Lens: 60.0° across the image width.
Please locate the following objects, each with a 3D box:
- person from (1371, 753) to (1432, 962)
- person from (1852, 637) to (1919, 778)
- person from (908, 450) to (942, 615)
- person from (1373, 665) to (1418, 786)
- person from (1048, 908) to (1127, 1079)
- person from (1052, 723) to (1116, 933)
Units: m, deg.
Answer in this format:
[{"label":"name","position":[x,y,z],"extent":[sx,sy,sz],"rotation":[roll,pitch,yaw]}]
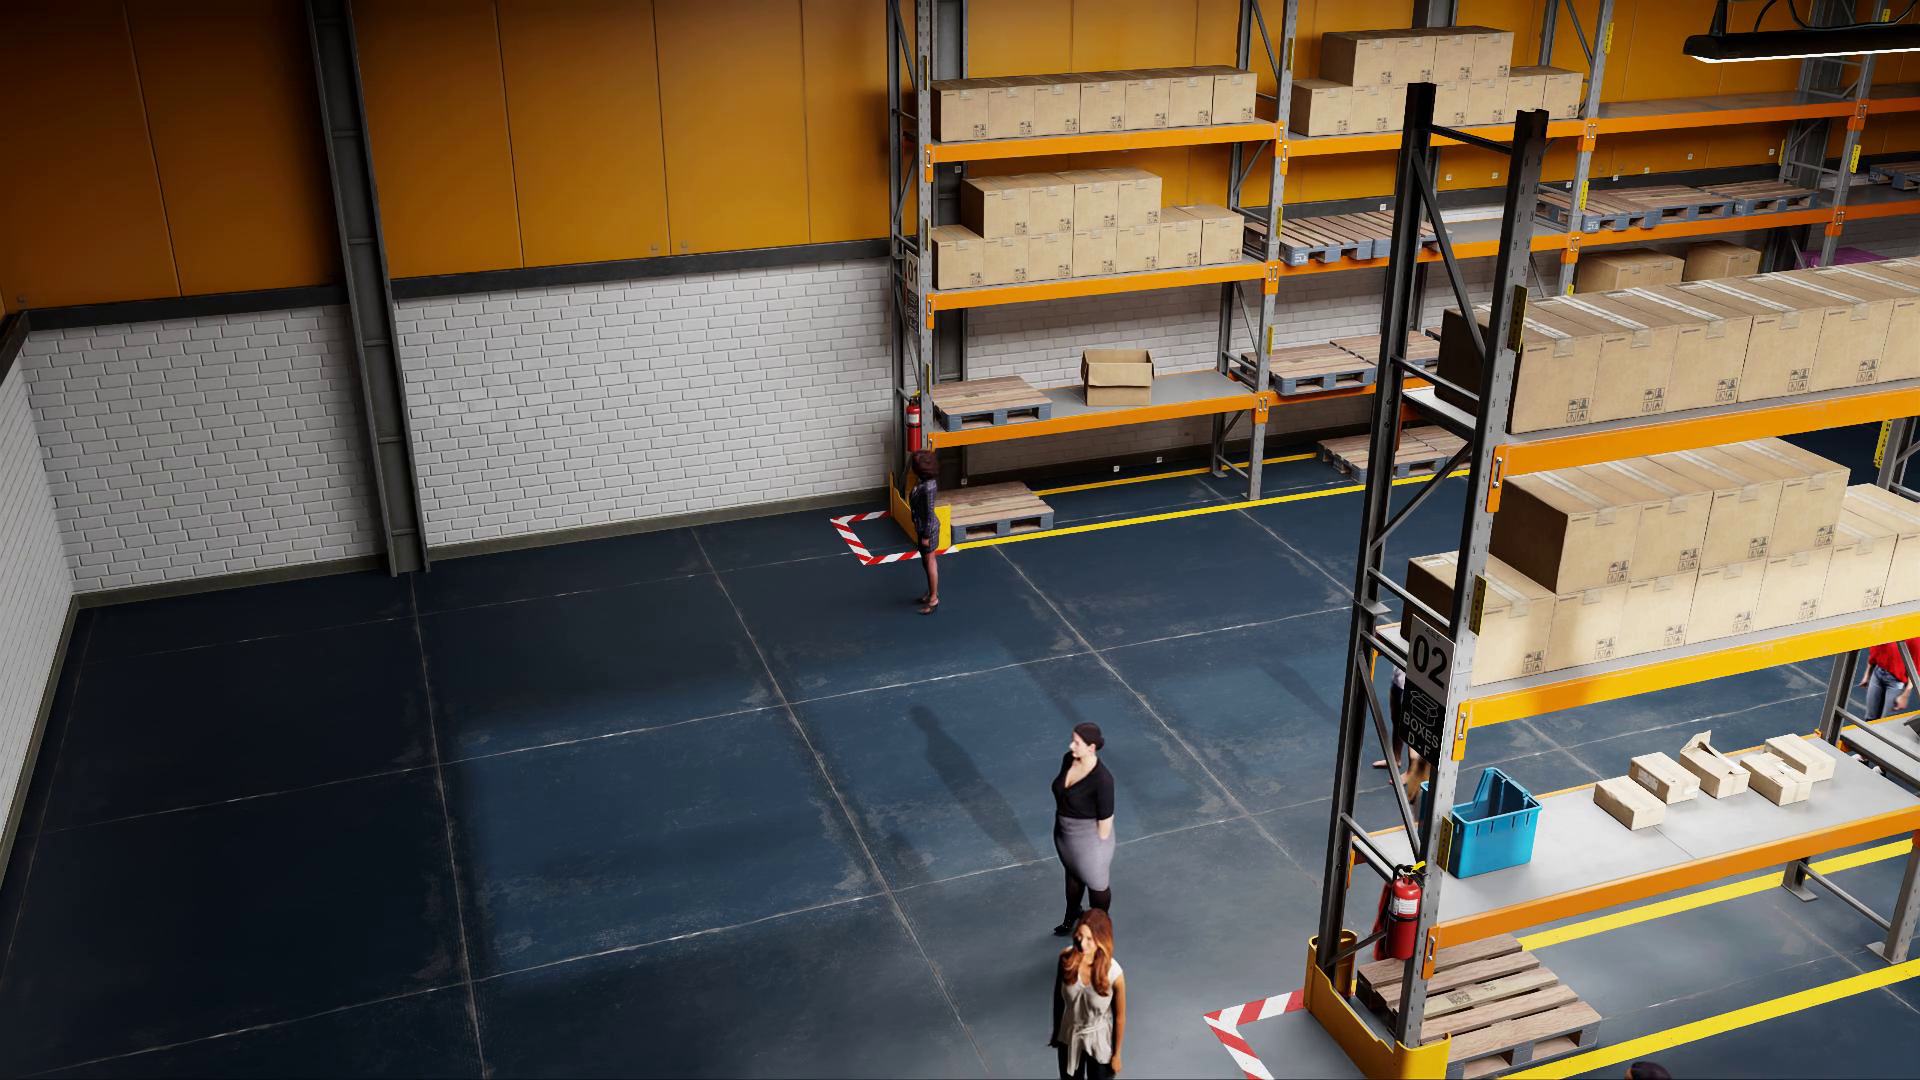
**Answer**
[{"label":"person","position":[3.053,2.091,11.158],"extent":[0.740,1.800,0.716],"rotation":[3,24,8]},{"label":"person","position":[7.509,1.155,13.418],"extent":[0.526,1.704,0.629],"rotation":[-6,24,-14]},{"label":"person","position":[-0.318,-0.091,16.277],"extent":[0.658,1.698,0.685],"rotation":[0,24,0]},{"label":"person","position":[3.631,1.156,13.414],"extent":[0.560,1.706,0.614],"rotation":[-5,24,-12]},{"label":"person","position":[0.736,2.846,9.449],"extent":[0.674,1.785,0.704],"rotation":[15,28,30]},{"label":"person","position":[0.864,2.014,11.385],"extent":[0.687,1.759,0.710],"rotation":[-14,27,-29]}]
